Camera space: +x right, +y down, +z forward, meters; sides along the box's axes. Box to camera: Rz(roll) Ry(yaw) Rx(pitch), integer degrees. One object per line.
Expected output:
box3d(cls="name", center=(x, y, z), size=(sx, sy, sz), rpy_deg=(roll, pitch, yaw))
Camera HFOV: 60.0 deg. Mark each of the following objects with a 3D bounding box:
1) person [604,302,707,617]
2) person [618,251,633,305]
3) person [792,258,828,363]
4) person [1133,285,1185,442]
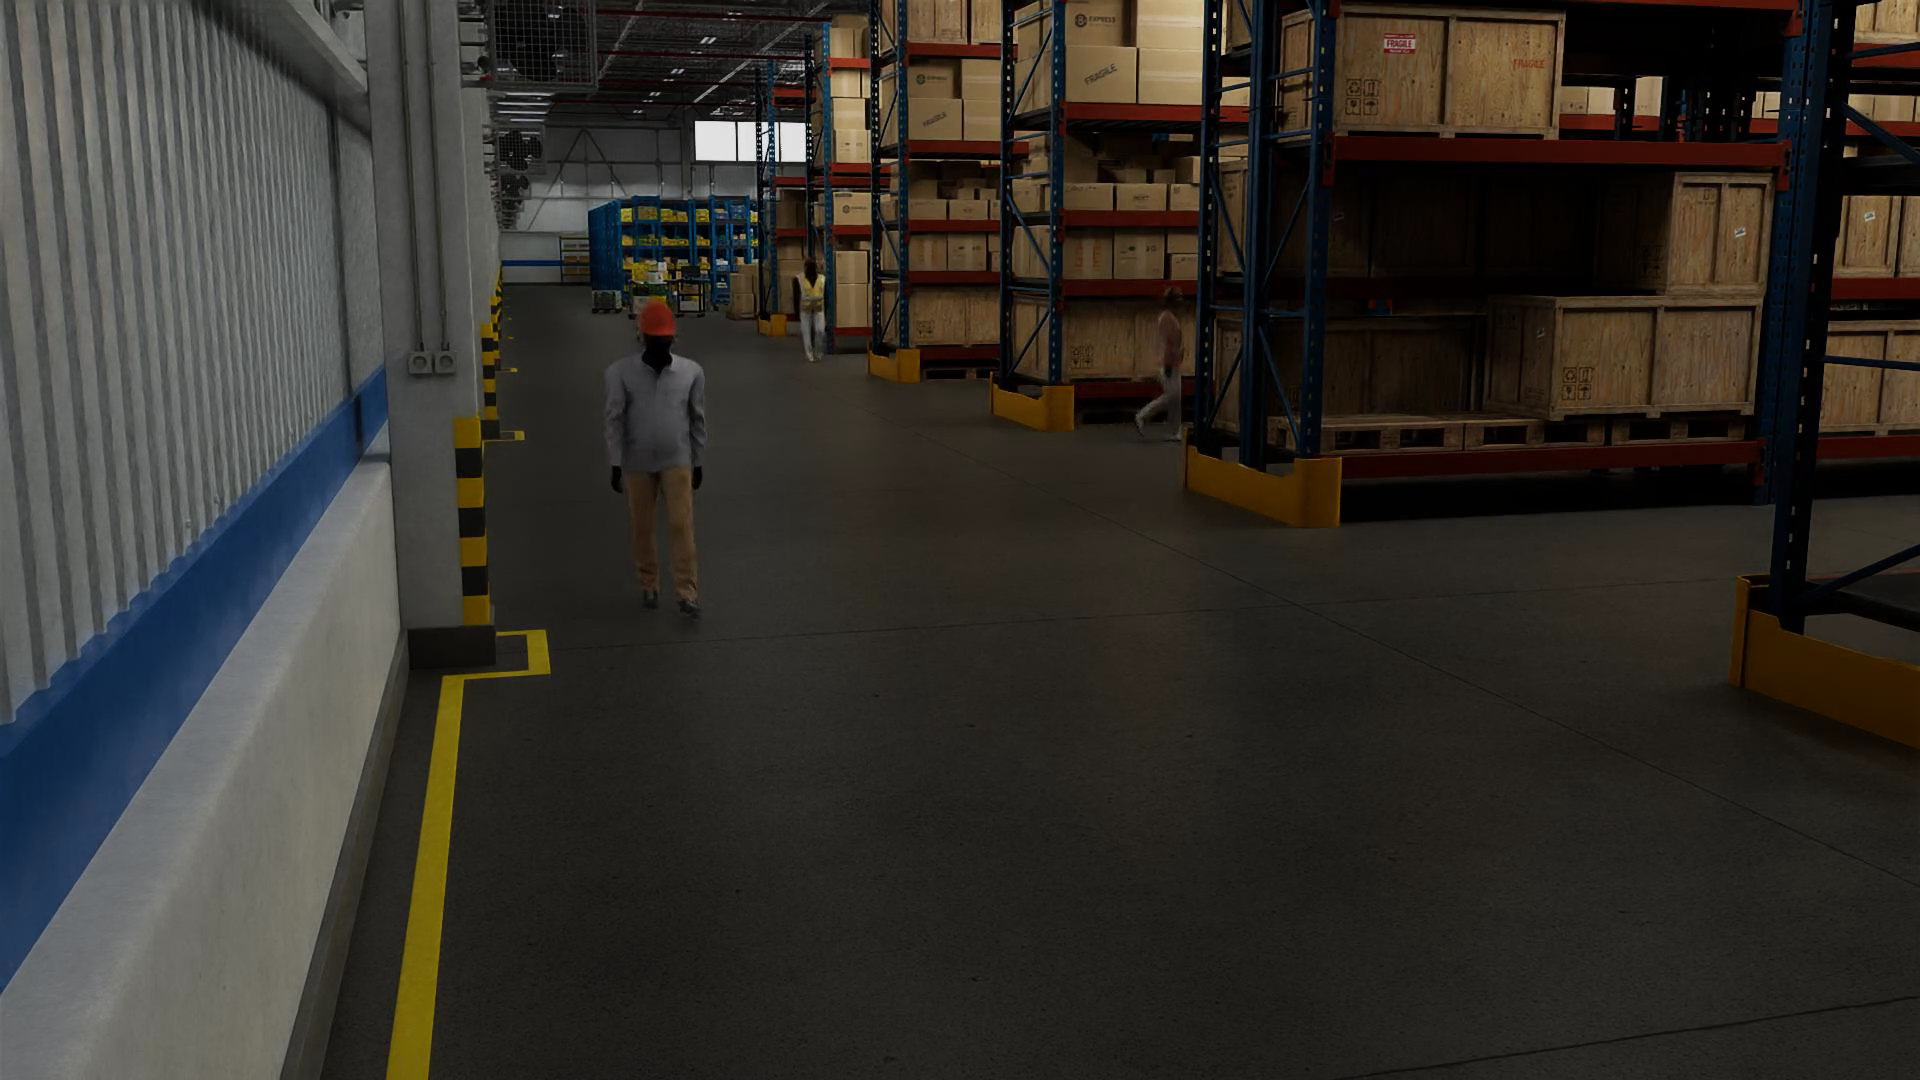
box3d(cls="person", center=(-1.639, -0.422, 9.043), size=(0.568, 1.718, 0.820), rpy_deg=(-3, 10, -14))
box3d(cls="person", center=(-11.554, -9.043, 57.503), size=(0.570, 1.844, 0.379), rpy_deg=(-7, 12, -35))
box3d(cls="person", center=(-2.569, -3.964, 28.809), size=(0.645, 1.818, 0.635), rpy_deg=(-3, 11, -18))
box3d(cls="person", center=(2.128, -1.816, 17.191), size=(0.531, 1.624, 0.527), rpy_deg=(3, 11, 19))
